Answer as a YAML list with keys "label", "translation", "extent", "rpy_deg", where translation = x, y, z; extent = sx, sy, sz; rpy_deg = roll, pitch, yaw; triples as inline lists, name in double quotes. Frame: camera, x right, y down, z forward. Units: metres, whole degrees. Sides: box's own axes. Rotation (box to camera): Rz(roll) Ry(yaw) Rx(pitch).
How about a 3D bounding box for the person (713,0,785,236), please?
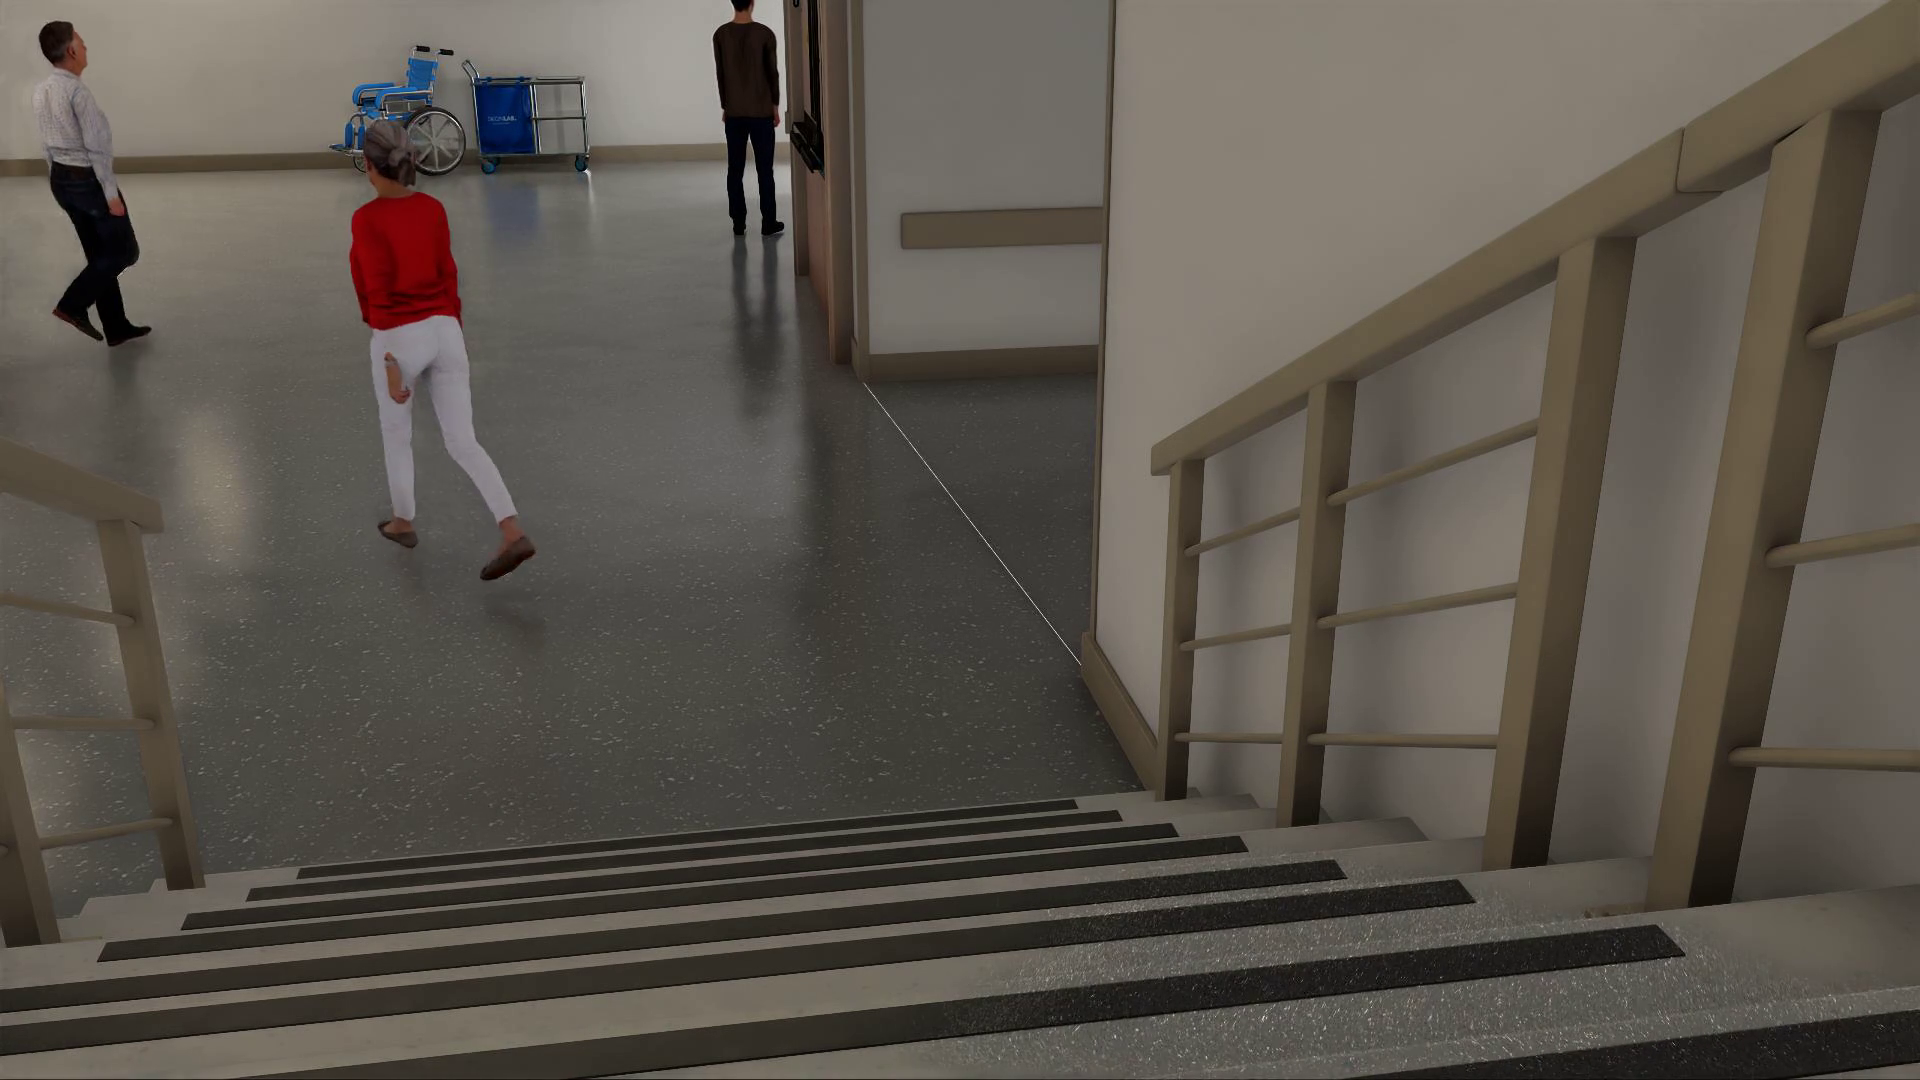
- label: "person"
  translation: [-1.622, -3.300, 12.754]
  extent: [0.715, 1.889, 0.677]
  rpy_deg: [2, 21, 6]

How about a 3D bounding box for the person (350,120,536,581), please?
- label: "person"
  translation: [-1.913, -0.636, 6.065]
  extent: [1.199, 1.644, 1.065]
  rpy_deg: [16, 26, 36]

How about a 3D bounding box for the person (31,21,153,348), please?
- label: "person"
  translation: [-4.956, -1.957, 9.315]
  extent: [0.919, 1.812, 0.991]
  rpy_deg: [12, 24, 29]
